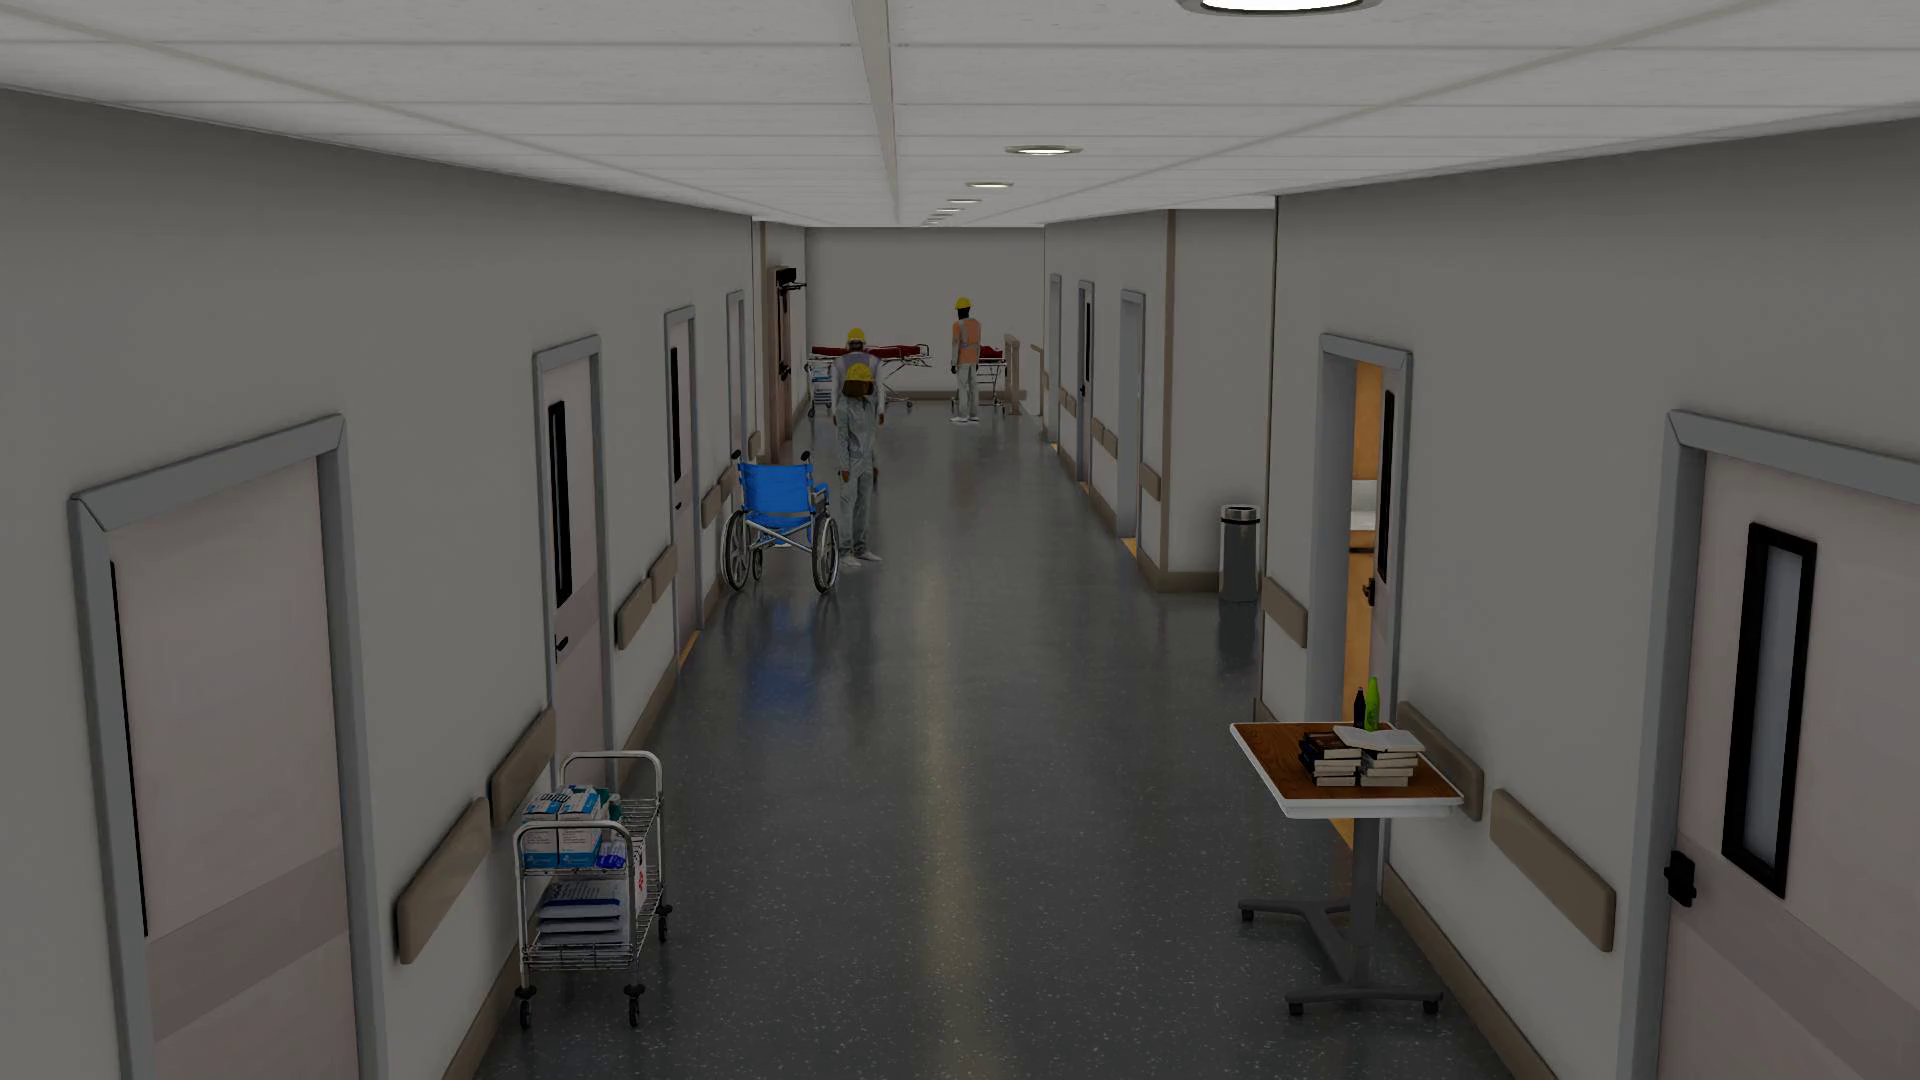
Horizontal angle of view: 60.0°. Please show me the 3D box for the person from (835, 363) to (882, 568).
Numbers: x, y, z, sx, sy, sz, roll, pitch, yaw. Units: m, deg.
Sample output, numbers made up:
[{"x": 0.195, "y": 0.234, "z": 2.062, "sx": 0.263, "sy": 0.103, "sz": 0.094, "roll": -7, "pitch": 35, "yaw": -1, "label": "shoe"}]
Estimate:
[{"x": -0.868, "y": -0.647, "z": 14.293, "sx": 0.293, "sy": 1.745, "sz": 0.484, "roll": 6, "pitch": 12, "yaw": 32, "label": "person"}]

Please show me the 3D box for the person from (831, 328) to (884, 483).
[{"x": -1.173, "y": -1.506, "z": 18.954, "sx": 0.604, "sy": 1.792, "sz": 0.694, "roll": -1, "pitch": 10, "yaw": -5, "label": "person"}]

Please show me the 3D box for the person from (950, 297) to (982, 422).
[{"x": 0.076, "y": -2.777, "z": 25.675, "sx": 0.397, "sy": 1.920, "sz": 0.586, "roll": 9, "pitch": 14, "yaw": 42, "label": "person"}]
